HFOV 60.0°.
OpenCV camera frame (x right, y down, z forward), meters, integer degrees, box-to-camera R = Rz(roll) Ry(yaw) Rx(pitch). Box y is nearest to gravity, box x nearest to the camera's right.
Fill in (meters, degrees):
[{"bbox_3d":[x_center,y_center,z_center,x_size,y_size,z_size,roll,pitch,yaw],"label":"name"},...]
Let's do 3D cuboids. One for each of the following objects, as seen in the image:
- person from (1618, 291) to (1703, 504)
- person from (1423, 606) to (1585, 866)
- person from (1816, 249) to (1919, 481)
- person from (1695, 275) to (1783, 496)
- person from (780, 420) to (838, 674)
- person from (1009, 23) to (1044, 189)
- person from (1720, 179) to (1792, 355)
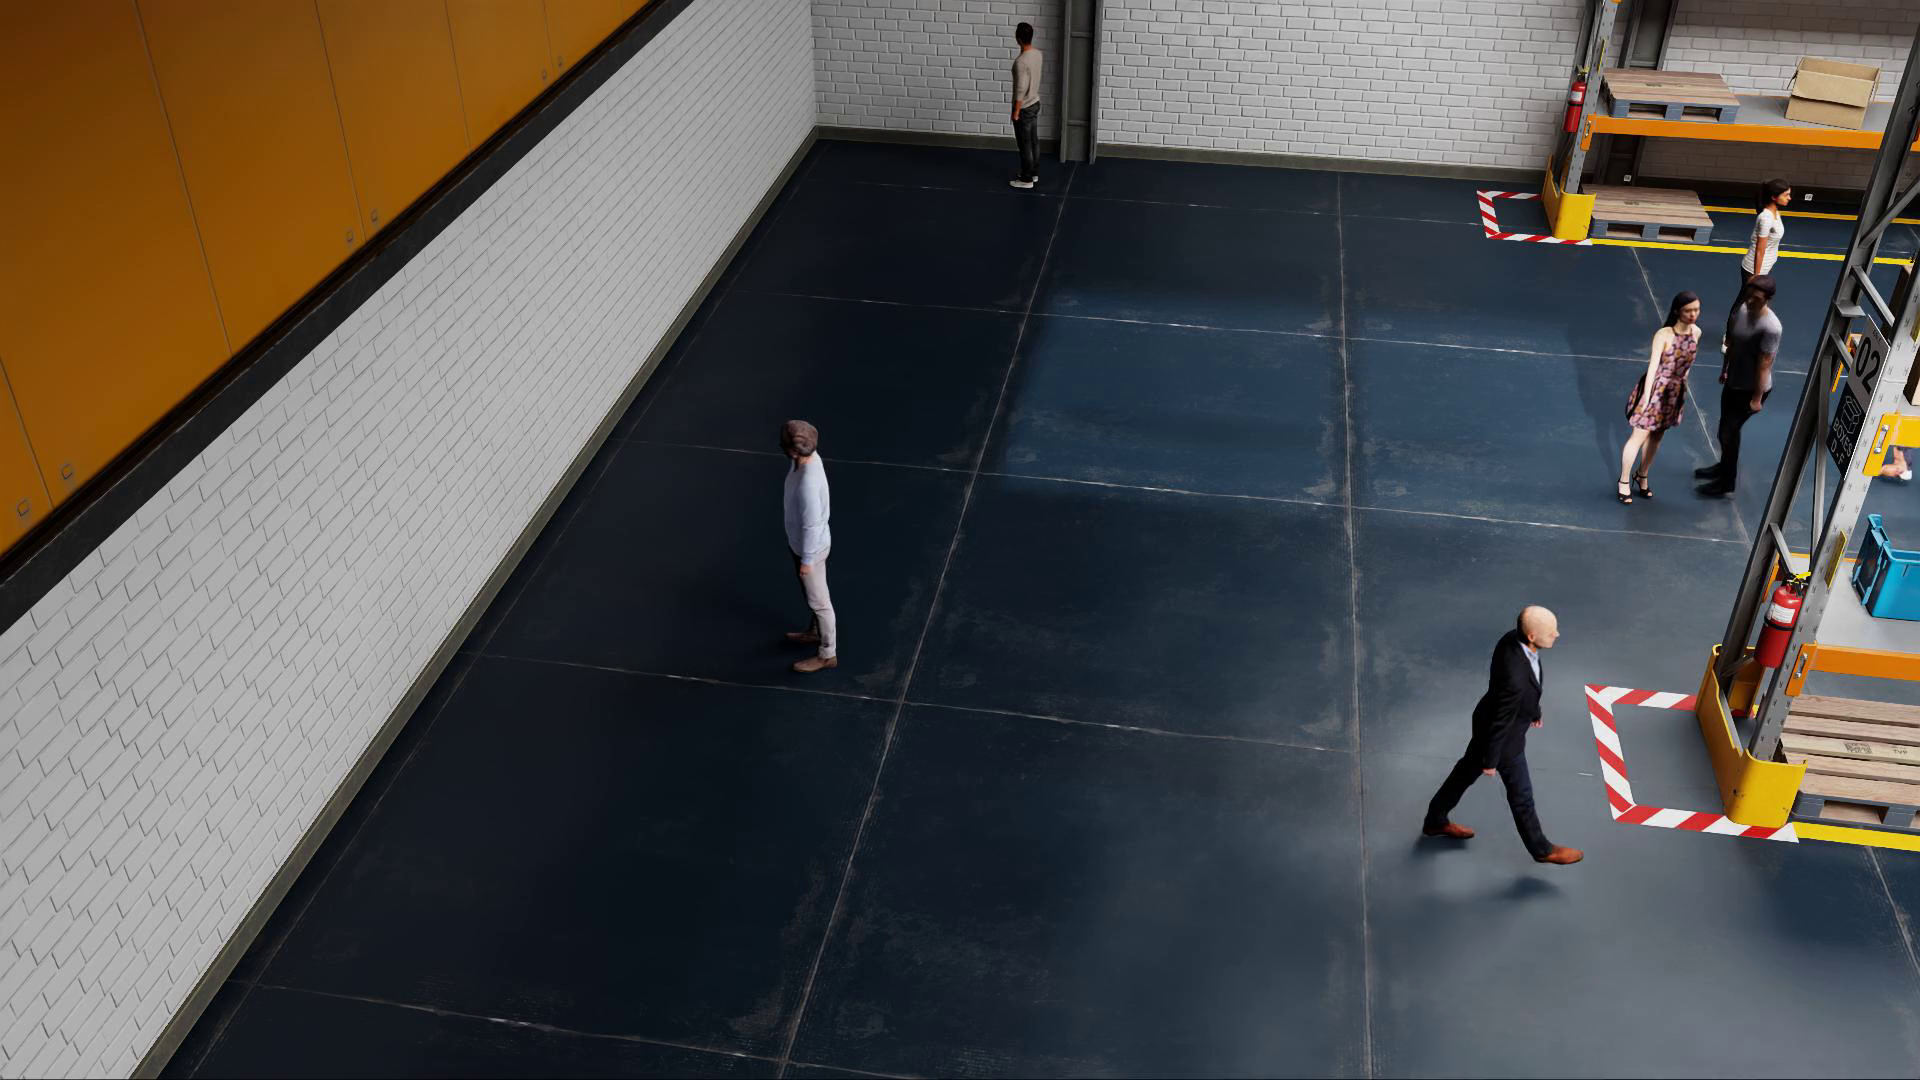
[{"bbox_3d":[5.397,-1.098,12.799,0.771,1.774,0.853,-12,35,-17],"label":"person"},{"bbox_3d":[3.009,1.095,9.514,1.149,1.757,0.766,8,35,12],"label":"person"},{"bbox_3d":[7.450,-1.329,13.081,1.269,1.845,1.088,27,42,35],"label":"person"},{"bbox_3d":[6.137,-1.183,12.863,0.791,1.843,0.830,2,34,3],"label":"person"},{"bbox_3d":[-0.994,0.020,11.013,0.693,1.888,0.731,-5,34,-7],"label":"person"},{"bbox_3d":[0.744,-4.782,18.313,0.666,1.804,0.714,16,37,23],"label":"person"},{"bbox_3d":[7.158,-2.463,14.967,0.622,1.647,0.628,16,37,23],"label":"person"}]
